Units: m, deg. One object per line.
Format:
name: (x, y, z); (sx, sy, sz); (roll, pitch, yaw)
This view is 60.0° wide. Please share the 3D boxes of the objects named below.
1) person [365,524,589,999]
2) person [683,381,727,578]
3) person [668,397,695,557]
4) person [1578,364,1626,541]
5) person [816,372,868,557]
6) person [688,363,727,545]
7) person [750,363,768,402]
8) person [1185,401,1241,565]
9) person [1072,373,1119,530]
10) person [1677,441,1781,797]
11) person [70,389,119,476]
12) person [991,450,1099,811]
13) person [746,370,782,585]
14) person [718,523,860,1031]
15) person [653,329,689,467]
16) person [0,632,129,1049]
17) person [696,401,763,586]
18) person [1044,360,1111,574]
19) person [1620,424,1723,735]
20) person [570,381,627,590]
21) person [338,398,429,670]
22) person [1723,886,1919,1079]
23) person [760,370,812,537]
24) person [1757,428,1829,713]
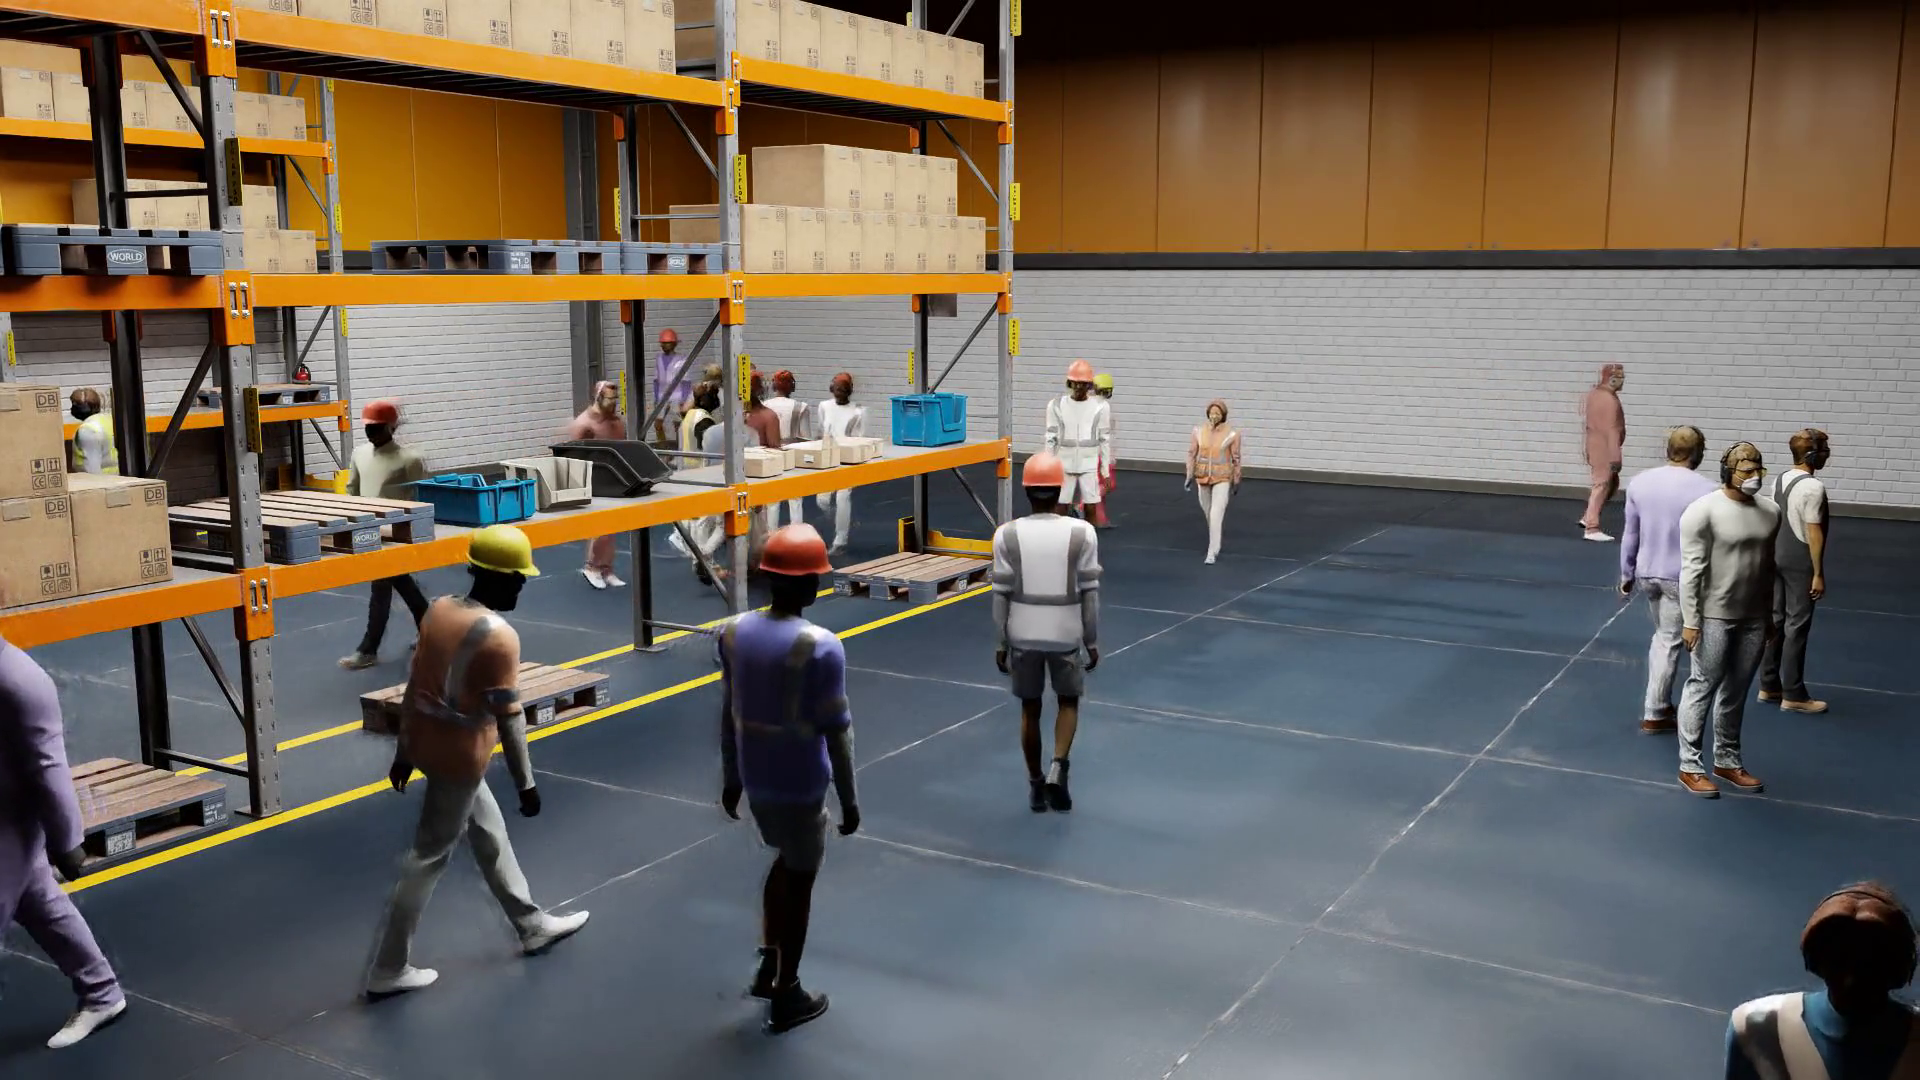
person: (-1.940, 0.862, 6.635); (1.004, 1.843, 0.594); (-7, 11, -37)
person: (-2.366, -0.567, 15.581); (0.429, 1.842, 0.635); (-3, 10, -21)
person: (-2.695, -0.619, 16.585); (0.422, 1.611, 0.564); (-5, 10, -28)
person: (6.853, -0.923, 17.647); (0.443, 1.890, 0.670); (1, 9, 5)
person: (-1.198, -0.758, 16.682); (0.610, 1.866, 0.427); (5, 10, 27)
person: (-2.516, -0.918, 17.625); (0.665, 1.881, 1.009); (2, 9, 12)
person: (-2.837, -1.590, 22.602); (0.523, 1.636, 0.311); (-5, 11, -30)
person: (2.531, -0.596, 16.521); (0.513, 1.596, 0.858); (5, 10, 28)
person: (1.510, -0.961, 18.297); (0.559, 1.752, 0.537); (-4, 10, -23)
person: (4.192, 0.428, 9.067); (0.635, 1.939, 0.362); (-3, 10, -20)
person: (-7.872, -0.460, 15.021); (0.899, 1.801, 0.640); (0, 9, -2)
person: (0.439, 0.500, 8.652); (0.561, 1.927, 0.523); (1, 9, 5)
person: (-1.927, -0.567, 15.179); (0.663, 1.966, 0.653); (-8, 12, -40)
person: (-0.623, 0.888, 6.256); (0.566, 1.916, 0.441); (6, 11, 35)
person: (-4.283, -2.060, 24.314); (0.636, 2.025, 0.686); (4, 10, 21)
person: (-3.394, 1.001, 5.799); (0.626, 1.853, 1.023); (6, 11, 32)
person: (-2.064, -0.433, 14.891); (0.600, 1.804, 0.669); (4, 10, 23)
person: (1.111, -0.673, 15.693); (0.649, 2.026, 0.446); (0, 9, 0)
person: (4.475, 0.241, 10.291); (0.664, 1.915, 0.646); (-5, 11, -30)
person: (-3.181, -0.490, 14.981); (0.424, 1.882, 0.648); (4, 10, 26)
person: (-4.199, -0.078, 12.245); (0.604, 1.948, 1.047); (5, 10, 29)
person: (1.861, 1.478, 3.507); (0.514, 1.617, 0.724); (4, 10, 25)
person: (-1.759, -0.765, 16.677); (0.586, 1.883, 0.340); (2, 9, 10)
person: (5.445, 0.194, 10.816); (0.346, 1.847, 0.506); (-1, 9, -5)
